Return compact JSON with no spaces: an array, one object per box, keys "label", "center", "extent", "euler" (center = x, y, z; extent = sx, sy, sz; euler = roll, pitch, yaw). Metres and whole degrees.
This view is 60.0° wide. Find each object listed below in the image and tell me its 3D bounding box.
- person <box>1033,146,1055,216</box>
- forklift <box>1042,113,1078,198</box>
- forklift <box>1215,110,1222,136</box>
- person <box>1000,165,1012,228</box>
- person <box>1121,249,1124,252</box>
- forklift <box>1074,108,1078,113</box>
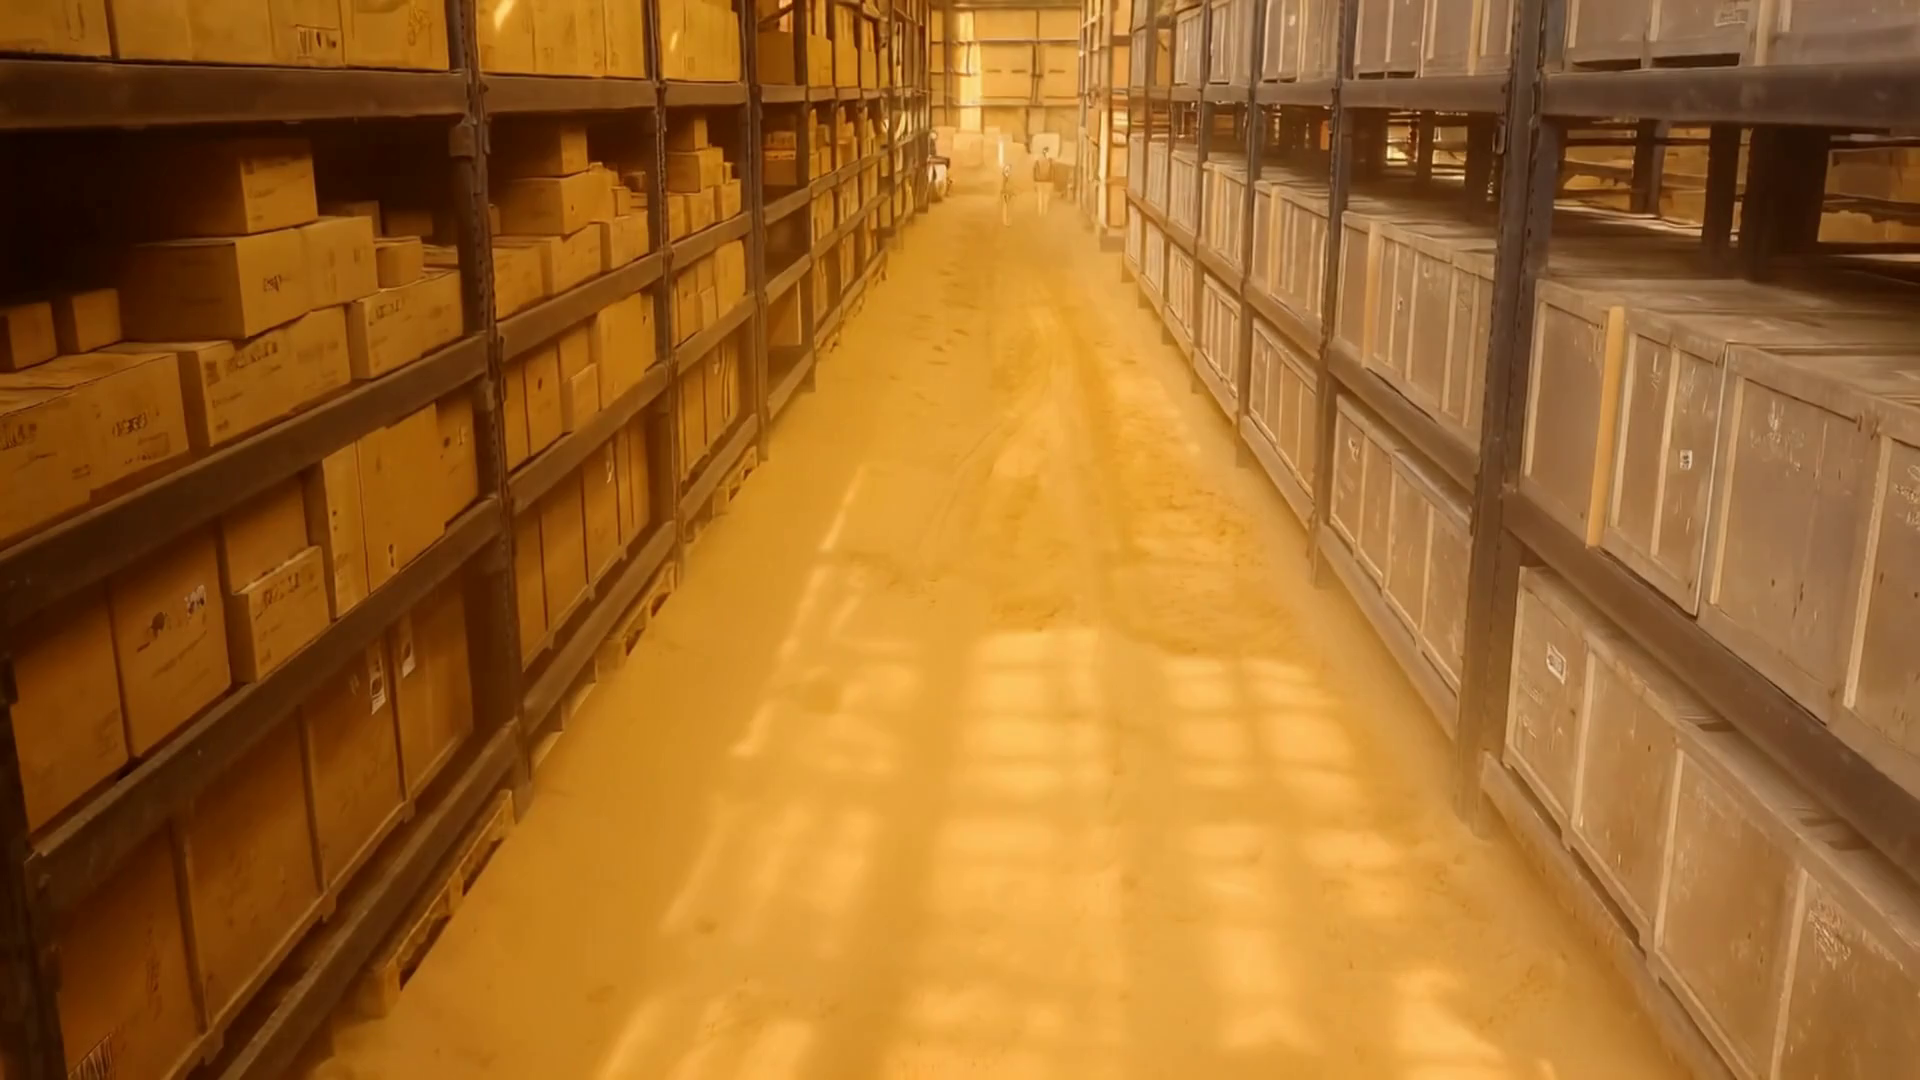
[{"label":"person","center":[2.409,-10.352,48.031],"extent":[0.654,1.964,0.836],"euler":[1,15,5]},{"label":"forklift","center":[3.710,-12.992,56.130],"extent":[1.873,2.768,1.129],"euler":[-14,20,-42]},{"label":"forklift","center":[10.013,-15.531,65.578],"extent":[1.873,2.768,1.129],"euler":[0,15,2]},{"label":"person","center":[1.211,-9.092,43.987],"extent":[0.313,1.635,0.524],"euler":[-3,15,-11]},{"label":"person","center":[3.995,-7.020,36.369],"extent":[0.881,1.583,0.518],"euler":[0,15,2]},{"label":"forklift","center":[5.700,-18.391,76.217],"extent":[1.129,2.768,1.873],"euler":[-1,15,-4]}]
